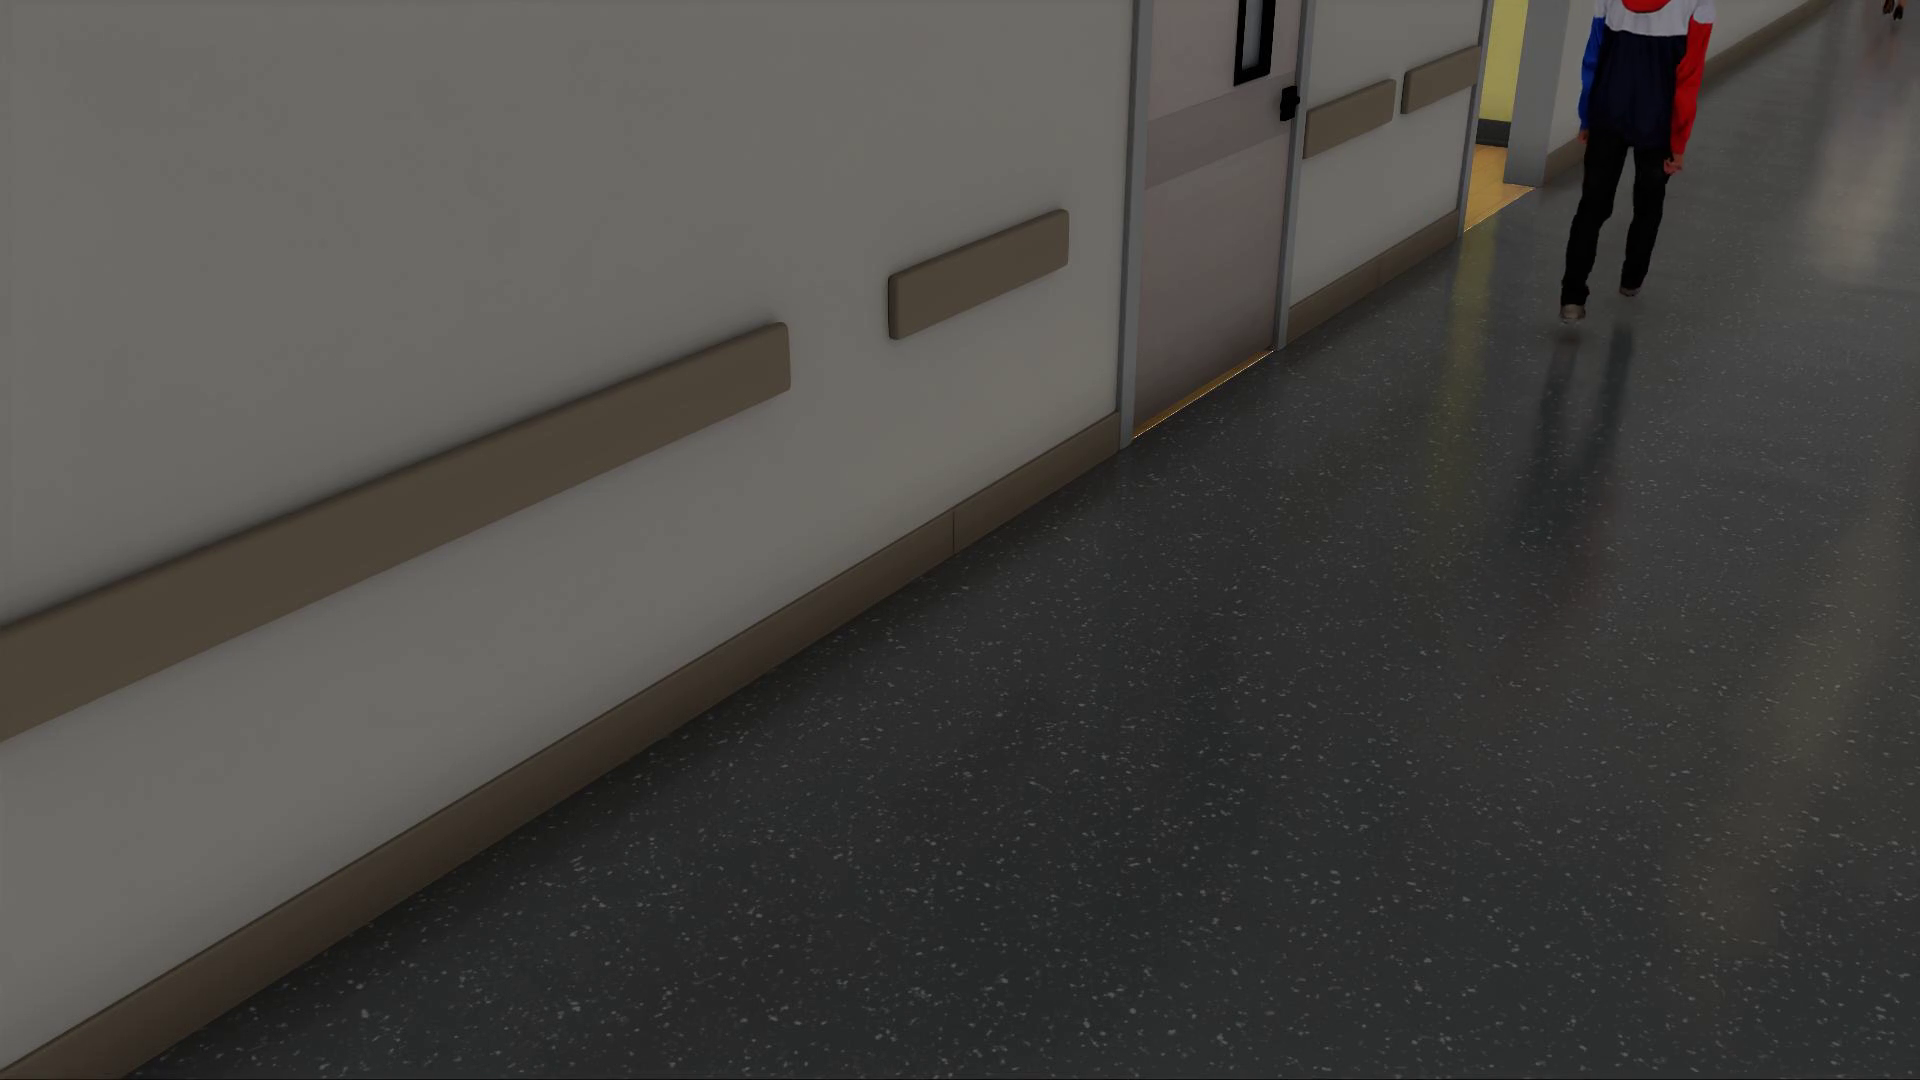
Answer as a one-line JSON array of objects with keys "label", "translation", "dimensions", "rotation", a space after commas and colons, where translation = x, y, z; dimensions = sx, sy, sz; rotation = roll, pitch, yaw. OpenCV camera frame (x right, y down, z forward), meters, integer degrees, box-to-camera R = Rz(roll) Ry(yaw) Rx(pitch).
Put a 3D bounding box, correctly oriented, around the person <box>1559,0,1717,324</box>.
[{"label": "person", "translation": [2.824, -1.735, 7.061], "dimensions": [1.111, 1.712, 0.764], "rotation": [15, 29, 28]}]
